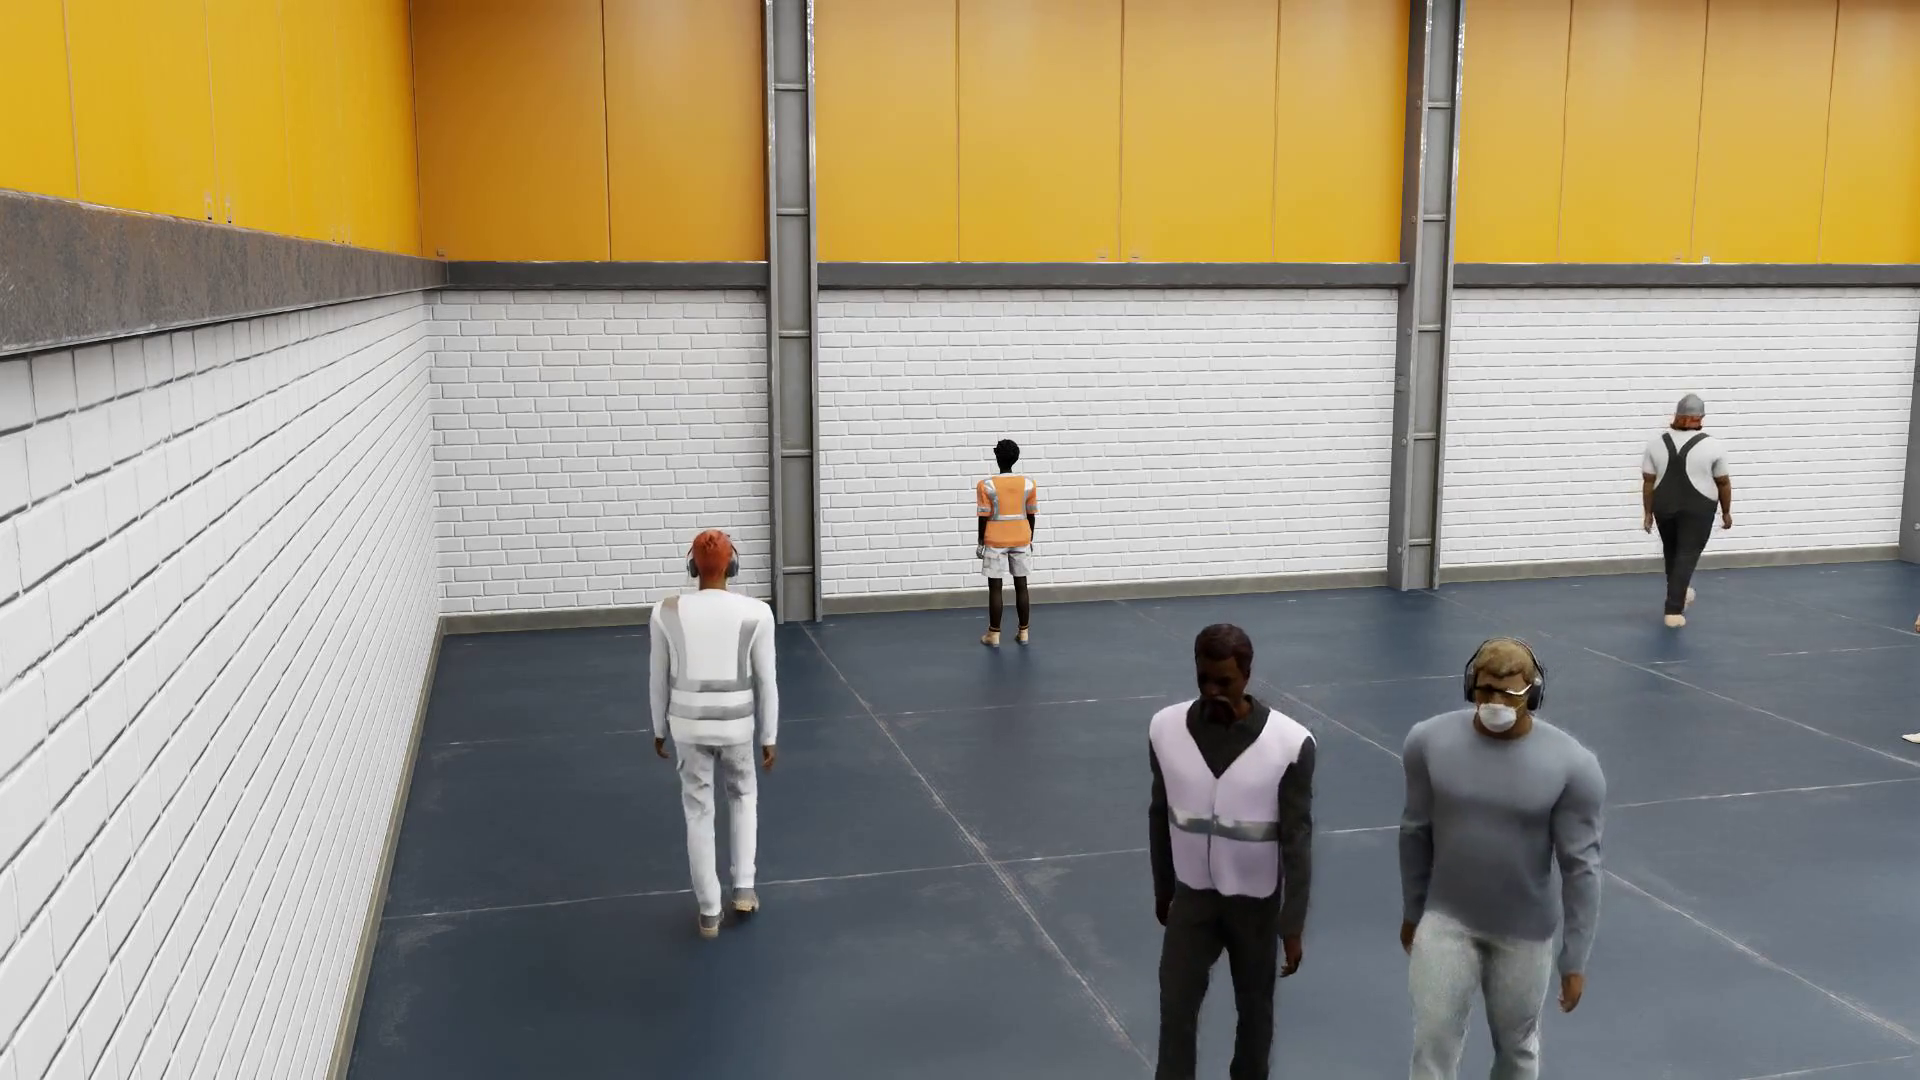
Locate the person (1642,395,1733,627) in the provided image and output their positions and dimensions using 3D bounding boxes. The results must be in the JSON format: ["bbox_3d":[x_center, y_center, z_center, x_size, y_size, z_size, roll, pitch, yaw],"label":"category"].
[{"bbox_3d":[6.356,-0.300,14.493,1.035,2.000,0.691,-8,12,-42],"label":"person"}]

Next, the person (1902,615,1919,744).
[{"bbox_3d":[6.352,0.449,10.663,0.525,1.772,0.302,-4,10,-23],"label":"person"}]

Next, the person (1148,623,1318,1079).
[{"bbox_3d":[0.861,1.214,5.516,0.611,1.882,0.853,4,10,25],"label":"person"}]

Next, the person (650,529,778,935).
[{"bbox_3d":[-1.143,0.876,7.726,0.582,1.865,0.560,-1,9,-8],"label":"person"}]

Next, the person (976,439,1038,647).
[{"bbox_3d":[0.375,0.026,13.532,0.536,1.697,0.318,-3,10,-19],"label":"person"}]

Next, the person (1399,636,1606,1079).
[{"bbox_3d":[1.630,1.257,5.181,0.644,1.905,0.855,5,10,29],"label":"person"}]
